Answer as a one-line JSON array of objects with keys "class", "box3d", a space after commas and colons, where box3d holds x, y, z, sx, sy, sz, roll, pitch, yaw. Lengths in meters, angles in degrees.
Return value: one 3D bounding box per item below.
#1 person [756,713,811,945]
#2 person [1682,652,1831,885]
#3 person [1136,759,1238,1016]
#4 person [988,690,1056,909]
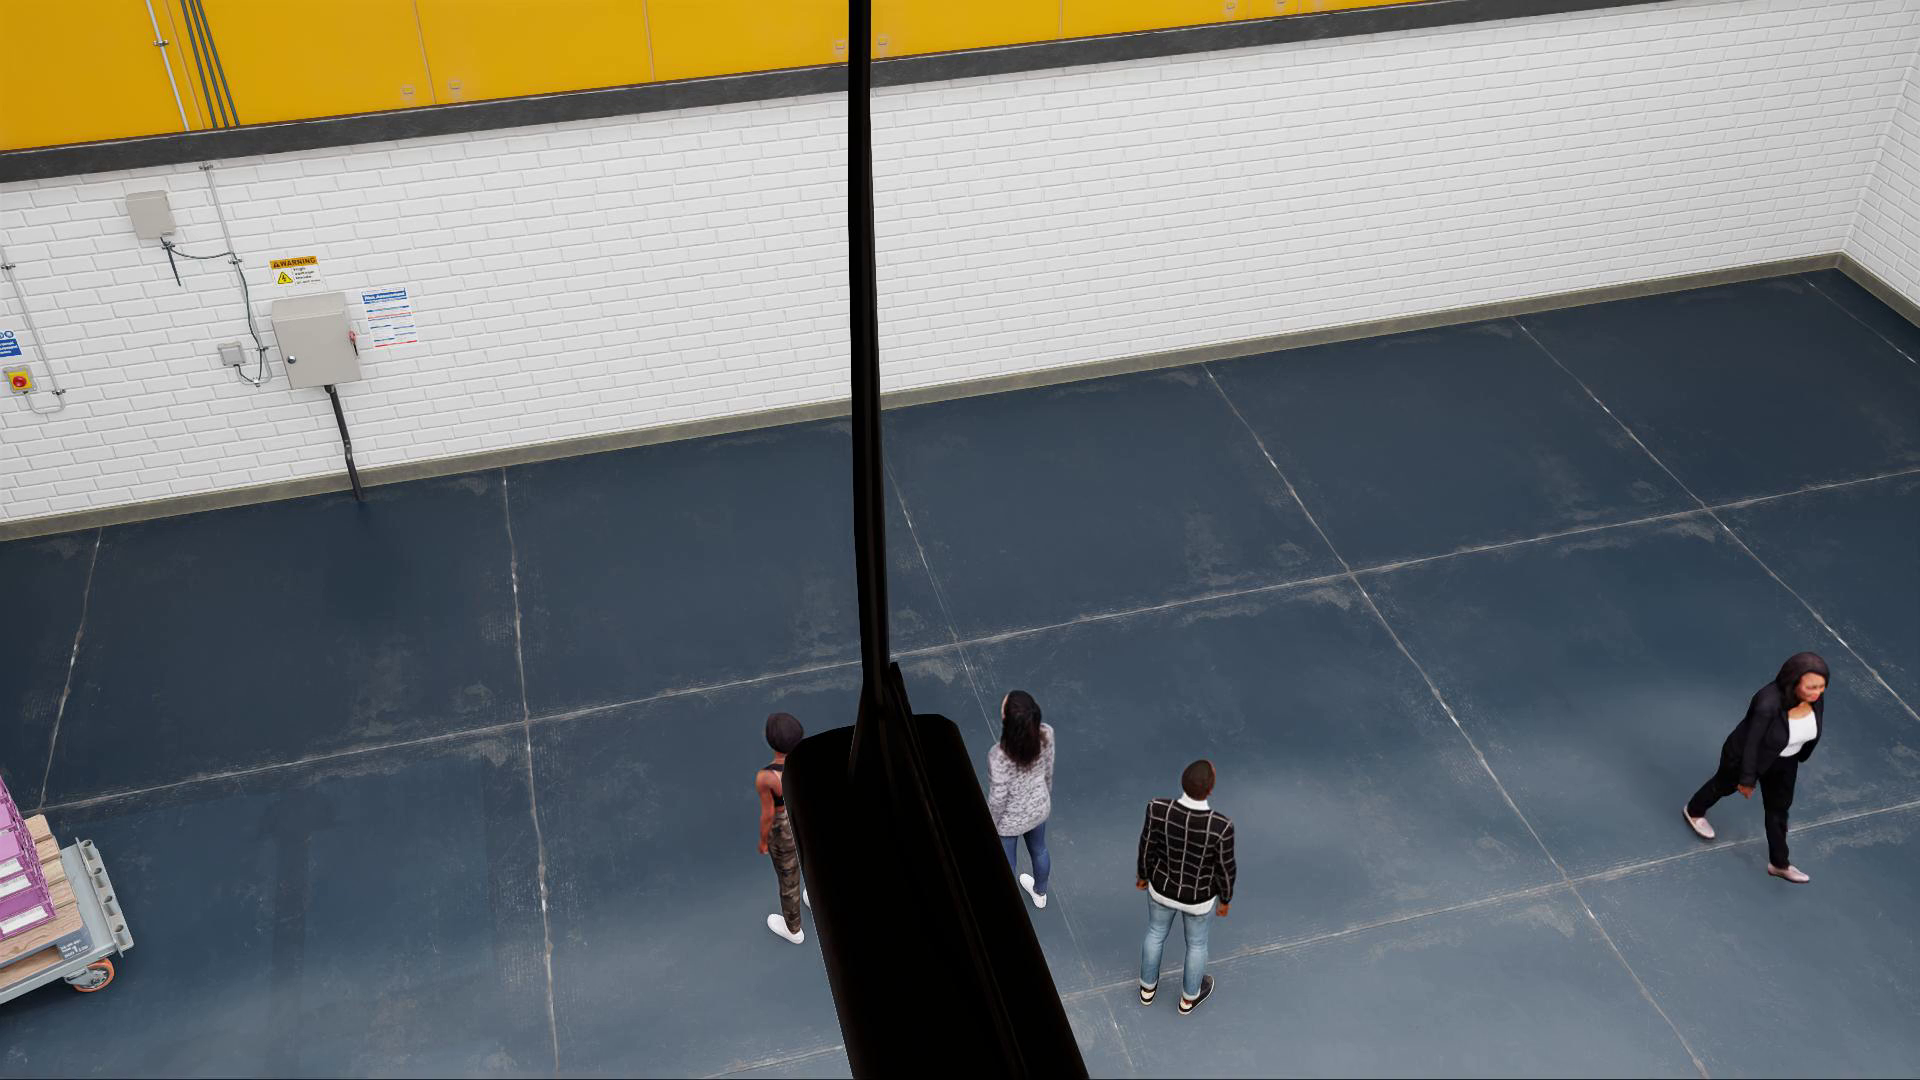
[{"class": "person", "box3d": [-0.922, 1.583, 9.193, 0.657, 1.700, 0.675, -30, 47, -32]}, {"class": "person", "box3d": [4.630, 1.220, 9.750, 0.760, 1.573, 1.083, -16, 41, -19]}, {"class": "person", "box3d": [1.172, 1.834, 8.783, 0.748, 1.820, 0.766, 14, 41, 17]}, {"class": "person", "box3d": [0.329, 1.495, 9.278, 0.682, 1.732, 0.652, -25, 45, -28]}]
